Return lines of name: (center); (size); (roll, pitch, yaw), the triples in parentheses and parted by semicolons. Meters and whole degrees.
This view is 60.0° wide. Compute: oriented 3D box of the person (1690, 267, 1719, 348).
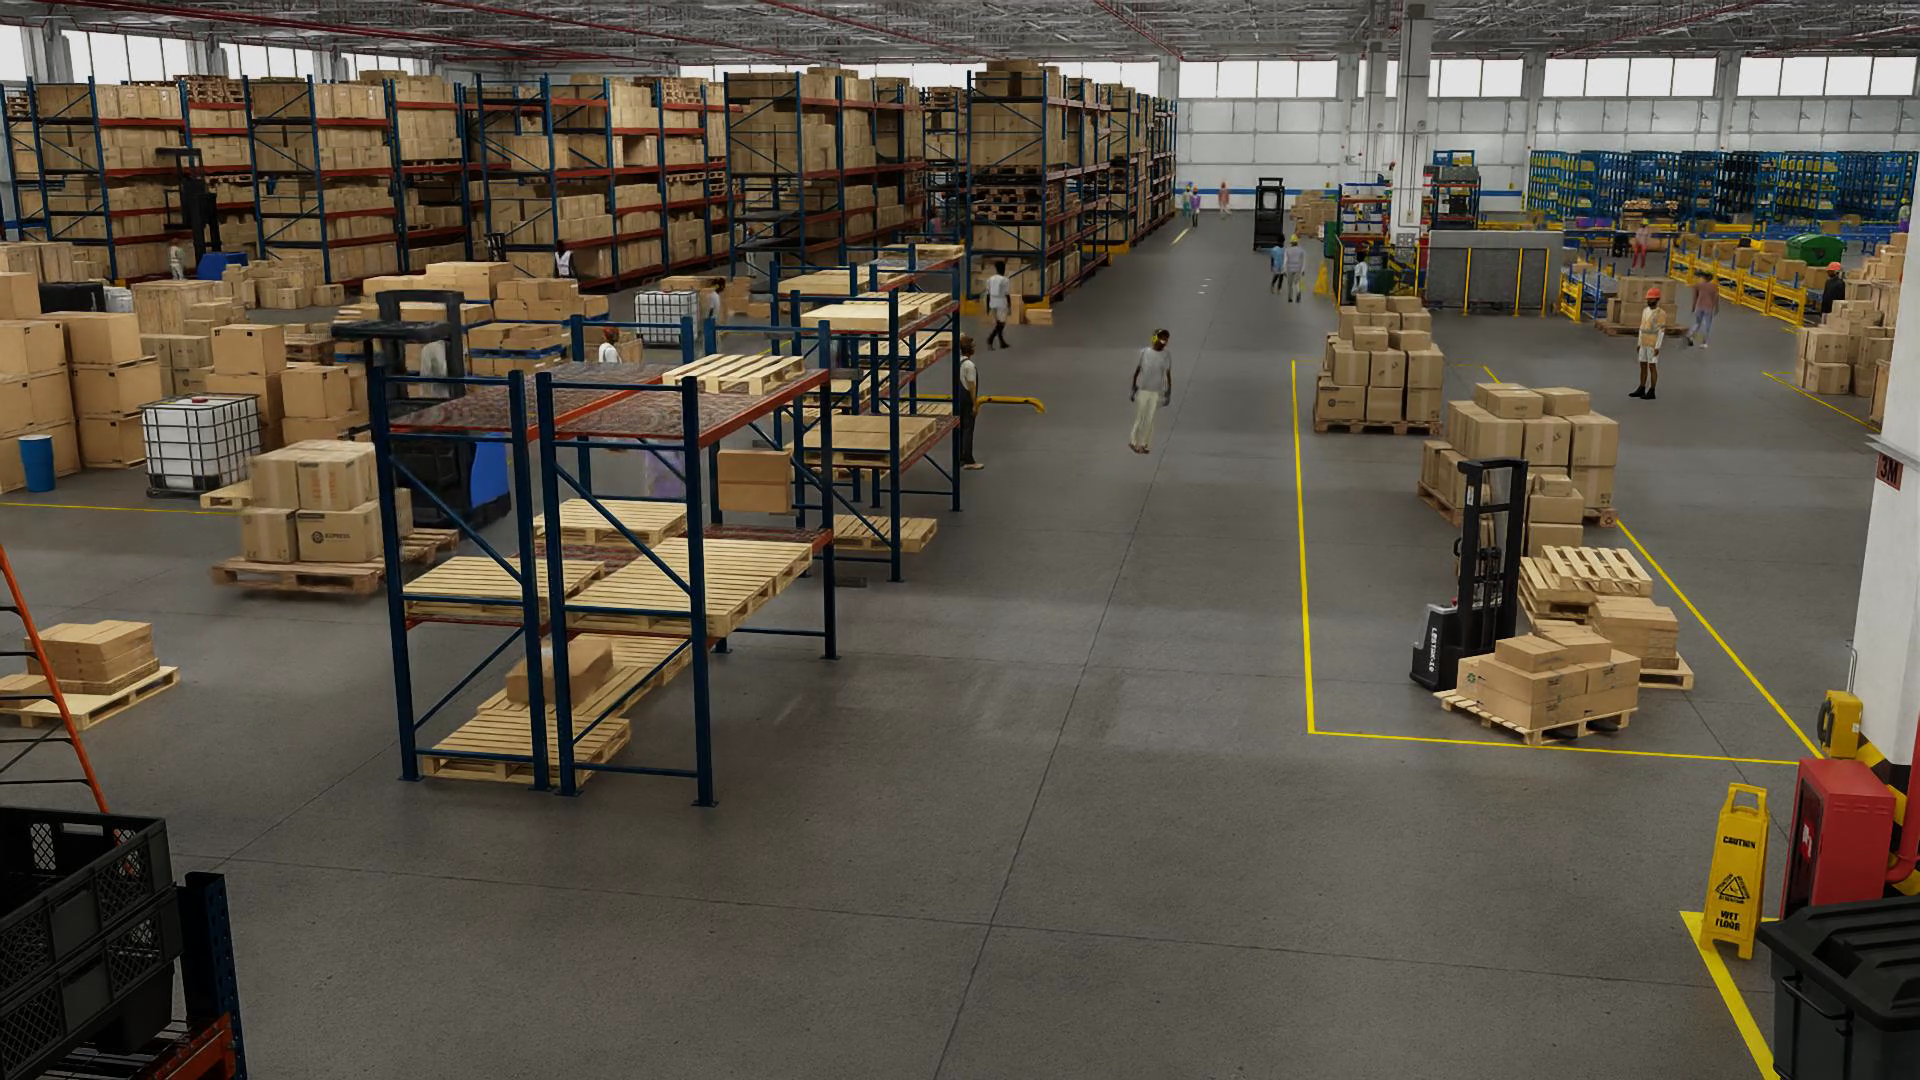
person: (16.063, -4.995, 35.820); (0.381, 1.749, 0.533); (-11, 17, -36)

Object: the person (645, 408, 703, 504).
person: (-2.884, -0.457, 17.087); (0.911, 1.885, 0.609); (6, 15, 22)

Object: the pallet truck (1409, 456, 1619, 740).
pallet truck: (4.504, 0.400, 13.395); (0.823, 1.965, 1.885); (-6, 15, -23)

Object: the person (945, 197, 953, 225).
person: (-0.467, -15.004, 76.059); (0.371, 1.940, 0.627); (-8, 16, -30)

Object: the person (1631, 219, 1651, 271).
person: (22.817, -9.869, 55.620); (0.540, 1.741, 0.562); (9, 17, 33)

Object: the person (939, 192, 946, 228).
person: (-0.747, -14.684, 74.786); (0.385, 1.927, 0.545); (-2, 14, -9)

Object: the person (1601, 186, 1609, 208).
person: (34.853, -18.349, 89.900); (0.864, 1.813, 0.585); (2, 14, 10)

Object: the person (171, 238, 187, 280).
person: (-22.340, -7.803, 47.495); (0.608, 1.618, 0.357); (9, 17, 34)

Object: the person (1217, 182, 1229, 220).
person: (13.798, -17.818, 87.424); (0.619, 1.974, 0.597); (-6, 15, -24)

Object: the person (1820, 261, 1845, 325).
person: (17.885, -4.720, 34.189); (0.390, 1.992, 0.624); (-1, 14, -4)

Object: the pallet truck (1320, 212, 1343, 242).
pallet truck: (15.874, -13.227, 70.310); (0.680, 1.201, 1.601); (10, 17, 35)

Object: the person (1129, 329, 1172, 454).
person: (2.765, -2.152, 24.099); (0.583, 1.830, 0.384); (-1, 14, -5)

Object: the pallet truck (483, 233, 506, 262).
pallet truck: (-11.832, -7.026, 43.548); (1.885, 1.965, 0.823); (8, 16, 28)

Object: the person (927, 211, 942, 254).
person: (-0.976, -10.776, 59.173); (0.701, 1.802, 0.698); (6, 15, 23)

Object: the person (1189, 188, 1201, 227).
person: (11.449, -16.197, 81.027); (0.564, 1.885, 1.015); (2, 14, 9)

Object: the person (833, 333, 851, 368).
person: (-2.011, -3.278, 28.606); (0.977, 1.882, 0.594); (-2, 14, -8)

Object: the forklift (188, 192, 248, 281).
forklift: (-22.115, -8.792, 48.897); (1.873, 2.768, 1.129); (3, 14, 10)

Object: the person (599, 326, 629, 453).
person: (-5.078, -2.212, 24.234); (0.337, 1.882, 0.583); (-6, 15, -23)

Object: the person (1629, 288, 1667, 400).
person: (12.037, -3.431, 29.062); (0.340, 1.942, 0.551); (-4, 14, -17)

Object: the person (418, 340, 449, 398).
person: (-7.639, -2.217, 24.230); (0.982, 1.892, 0.644); (8, 16, 28)

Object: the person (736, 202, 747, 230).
person: (-8.193, -11.633, 62.165); (0.608, 2.039, 0.395); (-11, 18, -38)

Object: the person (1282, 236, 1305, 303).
person: (9.097, -7.389, 45.403); (0.607, 1.814, 0.430); (-1, 14, -3)

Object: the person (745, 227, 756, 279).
person: (-6.641, -9.097, 52.705); (0.497, 1.633, 0.284); (13, 19, 43)

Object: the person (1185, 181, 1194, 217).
person: (12.475, -18.557, 90.520); (0.648, 1.918, 0.672); (-6, 15, -24)

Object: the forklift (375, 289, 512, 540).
forklift: (-6.142, -1.488, 19.247); (1.129, 2.768, 1.873); (3, 14, 10)

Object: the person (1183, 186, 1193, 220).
person: (11.991, -17.772, 87.655); (0.525, 1.769, 0.313); (3, 14, 12)

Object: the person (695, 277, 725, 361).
person: (-4.917, -4.261, 32.706); (0.676, 1.829, 0.562); (0, 14, -1)

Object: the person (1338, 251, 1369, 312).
person: (9.981, -6.412, 41.752); (0.541, 1.647, 0.889); (-13, 19, -43)

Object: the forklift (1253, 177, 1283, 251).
forklift: (12.083, -12.747, 64.956); (1.129, 2.768, 1.873); (3, 14, 10)

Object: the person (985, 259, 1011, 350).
person: (0.792, -5.001, 35.433); (0.614, 1.939, 0.799); (13, 19, 42)

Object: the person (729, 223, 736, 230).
person: (-8.542, -11.387, 61.550); (0.929, 1.860, 0.634); (7, 16, 27)

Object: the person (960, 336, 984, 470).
person: (0.100, -1.896, 23.030); (0.345, 1.847, 0.506); (-7, 16, -28)

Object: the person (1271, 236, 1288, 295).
person: (9.148, -7.838, 47.505); (0.529, 1.678, 0.395); (-3, 14, -13)

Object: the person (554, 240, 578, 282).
person: (-10.188, -6.813, 42.990); (0.643, 1.869, 0.847); (9, 17, 33)

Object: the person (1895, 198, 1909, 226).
person: (39.858, -13.546, 70.367); (0.630, 1.825, 0.435); (-11, 17, -37)
